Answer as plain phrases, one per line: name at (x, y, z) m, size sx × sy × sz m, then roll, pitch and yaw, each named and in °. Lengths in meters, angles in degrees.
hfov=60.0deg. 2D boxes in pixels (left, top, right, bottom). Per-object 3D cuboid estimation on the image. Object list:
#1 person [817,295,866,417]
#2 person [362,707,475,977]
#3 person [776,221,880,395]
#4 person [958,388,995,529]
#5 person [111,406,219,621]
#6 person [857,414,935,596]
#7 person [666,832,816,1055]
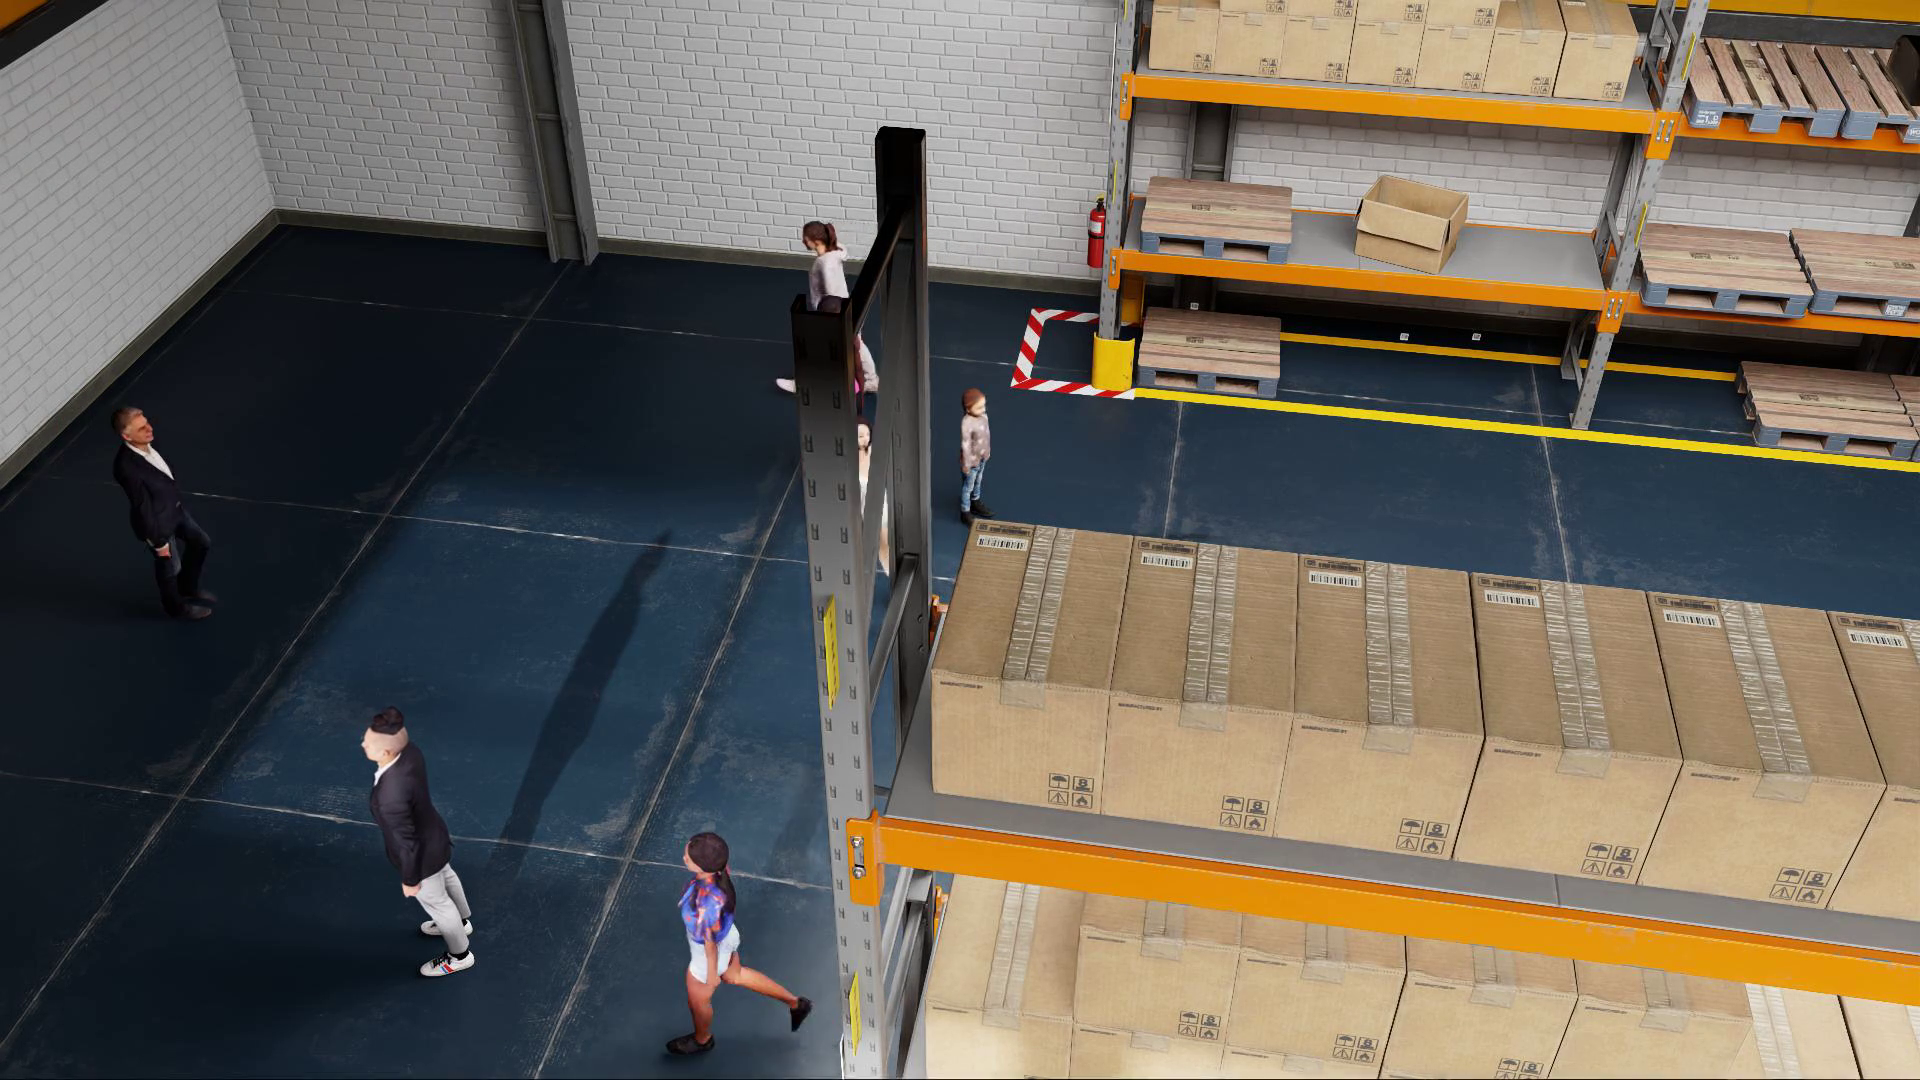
person at (-0.929, -1.098, 12.719) m, size 0.505 × 1.725 × 0.636 m, roll 3°, pitch 39°, yaw 4°
person at (-2.958, 1.643, 9.109) m, size 0.727 × 1.948 × 0.775 m, roll -6°, pitch 39°, yaw -7°
person at (-0.959, -1.861, 13.753) m, size 1.107 × 1.628 × 0.714 m, roll 4°, pitch 39°, yaw 5°
person at (0.105, -0.645, 12.578) m, size 0.553 × 1.194 × 0.549 m, roll 21°, pitch 43°, yaw 24°
person at (-5.620, -0.183, 11.508) m, size 0.715 × 1.807 × 0.799 m, roll 0°, pitch 39°, yaw 0°
person at (-0.536, -0.115, 11.564) m, size 1.022 × 1.631 × 0.859 m, roll 11°, pitch 40°, yaw 13°
person at (-1.195, 2.133, 8.677) m, size 1.096 × 1.721 × 0.725 m, roll -1°, pitch 39°, yaw -1°
